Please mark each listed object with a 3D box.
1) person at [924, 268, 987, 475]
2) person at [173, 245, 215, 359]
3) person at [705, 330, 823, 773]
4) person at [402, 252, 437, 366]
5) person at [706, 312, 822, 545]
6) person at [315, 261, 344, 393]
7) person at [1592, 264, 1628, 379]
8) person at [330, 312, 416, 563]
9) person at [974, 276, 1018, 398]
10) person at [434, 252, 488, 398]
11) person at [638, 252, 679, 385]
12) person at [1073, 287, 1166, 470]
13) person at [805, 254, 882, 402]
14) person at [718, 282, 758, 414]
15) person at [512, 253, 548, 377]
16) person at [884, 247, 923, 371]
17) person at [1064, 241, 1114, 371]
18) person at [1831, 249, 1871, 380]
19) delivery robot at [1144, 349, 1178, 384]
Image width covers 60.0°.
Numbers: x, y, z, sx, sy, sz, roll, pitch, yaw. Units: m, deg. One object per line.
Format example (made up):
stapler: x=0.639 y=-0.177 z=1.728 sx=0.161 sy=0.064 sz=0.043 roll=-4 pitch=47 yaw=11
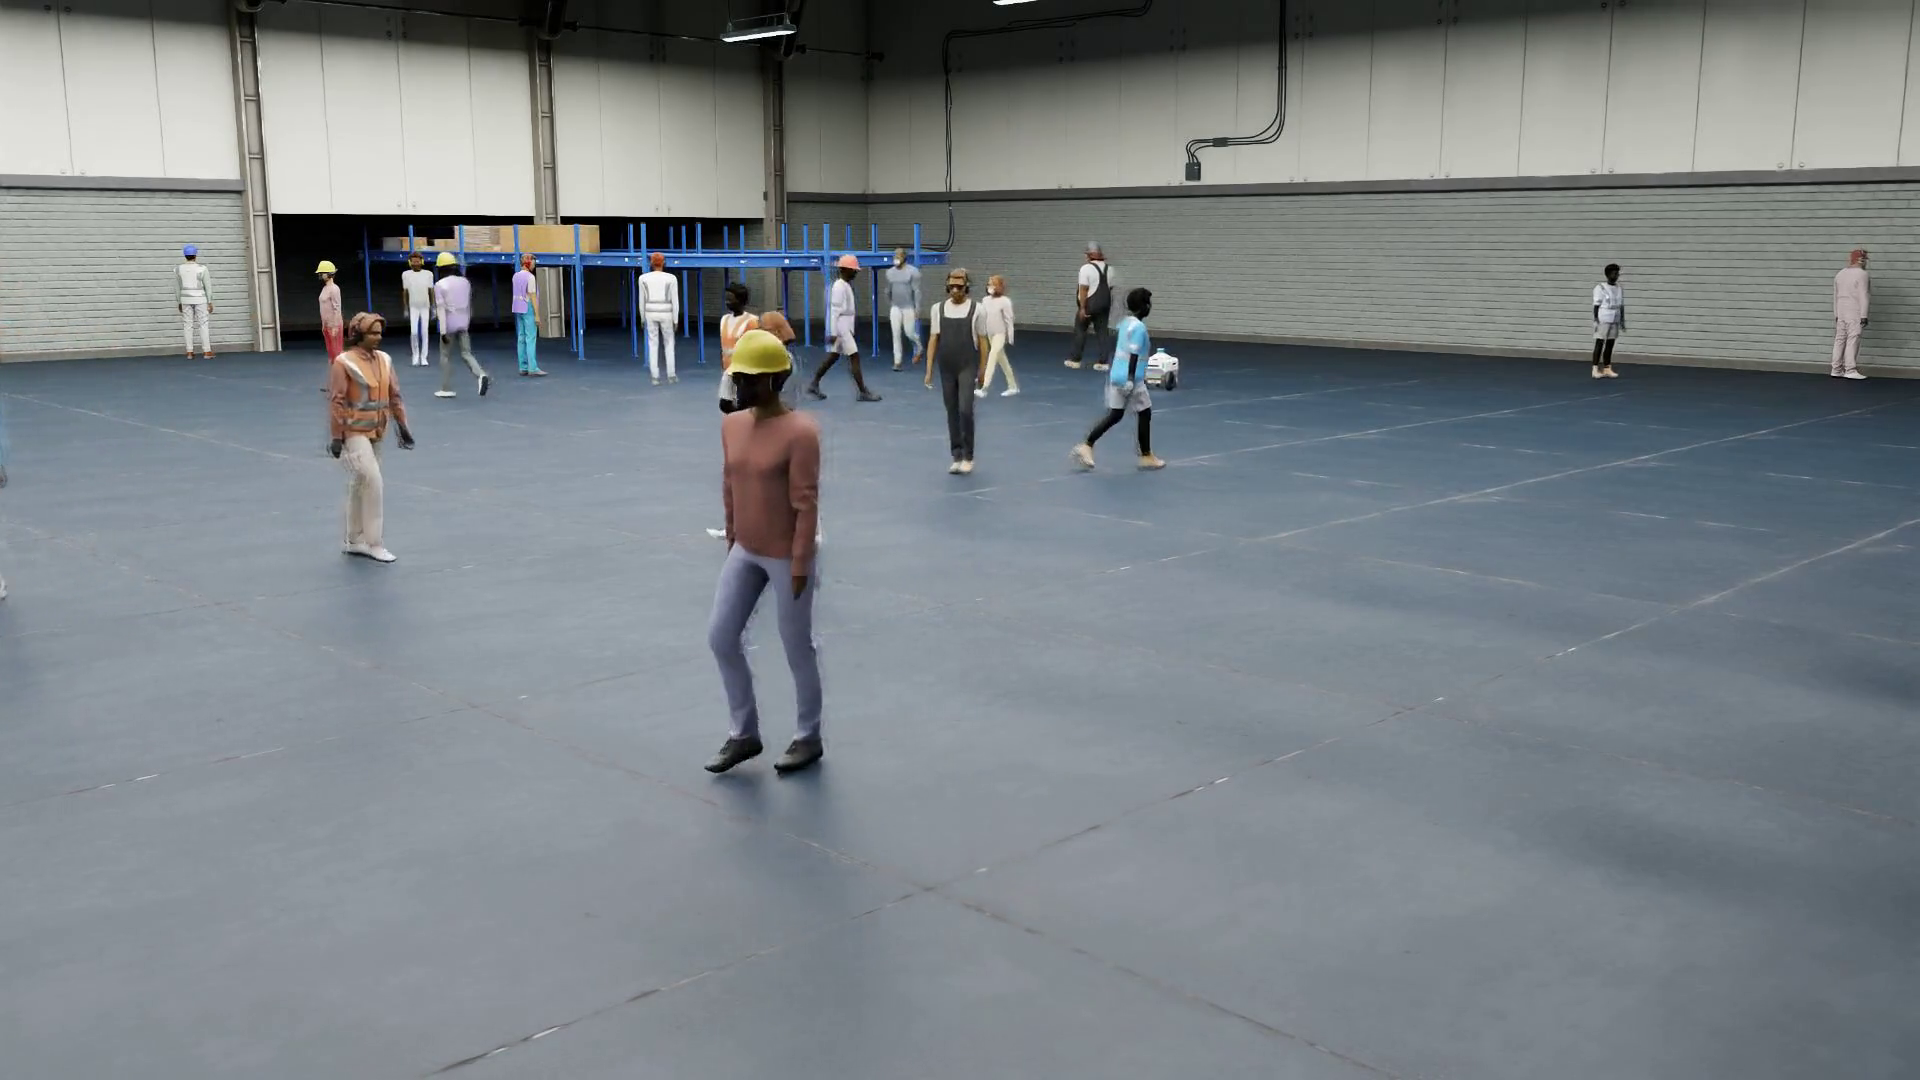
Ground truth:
person: x=-0.041 y=-1.484 z=14.713 sx=0.503 sy=1.819 sz=0.592 roll=4 pitch=11 yaw=19
person: x=-13.157 y=-4.095 z=28.605 sx=0.624 sy=1.945 sz=0.400 roll=-1 pitch=10 yaw=-7
person: x=-0.785 y=0.063 z=6.485 sx=0.564 sy=1.745 sz=0.617 roll=8 pitch=13 yaw=37
person: x=-8.762 y=-3.753 z=27.031 sx=0.516 sy=1.842 sz=0.607 roll=-4 pitch=11 yaw=-21
person: x=-1.299 y=-0.720 z=11.143 sx=0.818 sy=1.589 sz=0.526 roll=-4 pitch=11 yaw=-23
person: x=-8.517 y=-2.885 z=22.511 sx=0.310 sy=1.769 sz=0.525 roll=-8 pitch=13 yaw=-38
person: x=9.653 y=-3.259 z=24.797 sx=0.566 sy=1.686 sz=0.391 roll=-4 pitch=11 yaw=-19
person: x=-3.826 y=-0.668 z=10.852 sx=0.667 sy=1.611 sz=0.513 roll=3 pitch=11 yaw=17
person: x=0.457 y=-2.646 z=21.707 sx=0.894 sy=1.579 sz=0.505 roll=-8 pitch=13 yaw=-36
person: x=-6.558 y=-2.801 z=21.686 sx=0.769 sy=1.903 sz=0.595 roll=7 pitch=12 yaw=33
person: x=-4.300 y=-3.178 z=23.830 sx=0.578 sy=1.883 sz=0.429 roll=0 pitch=10 yaw=1
person: x=1.455 y=-1.458 z=15.044 sx=0.810 sy=1.658 sz=0.550 roll=-3 pitch=11 yaw=-16
person: x=-1.548 y=-2.722 z=21.378 sx=1.015 sy=1.893 sz=0.559 roll=1 pitch=10 yaw=5
person: x=-2.041 y=-1.584 z=15.645 sx=0.535 sy=1.684 sz=0.451 roll=9 pitch=14 yaw=41
person: x=-6.539 y=-3.396 z=25.099 sx=0.390 sy=1.838 sz=0.562 roll=-10 pitch=14 yaw=-44
person: x=-0.858 y=-3.646 z=26.221 sx=0.652 sy=1.927 sz=0.626 roll=4 pitch=11 yaw=23
person: x=2.035 y=-3.690 z=26.263 sx=0.696 sy=2.000 sz=0.861 roll=-8 pitch=13 yaw=-36
person: x=13.207 y=-3.334 z=24.581 sx=0.403 sy=1.904 sz=0.651 roll=-2 pitch=11 yaw=-9
delivery robot: x=2.785 y=-2.418 z=23.119 sx=0.477 sy=0.478 sz=0.707 roll=5 pitch=11 yaw=23
